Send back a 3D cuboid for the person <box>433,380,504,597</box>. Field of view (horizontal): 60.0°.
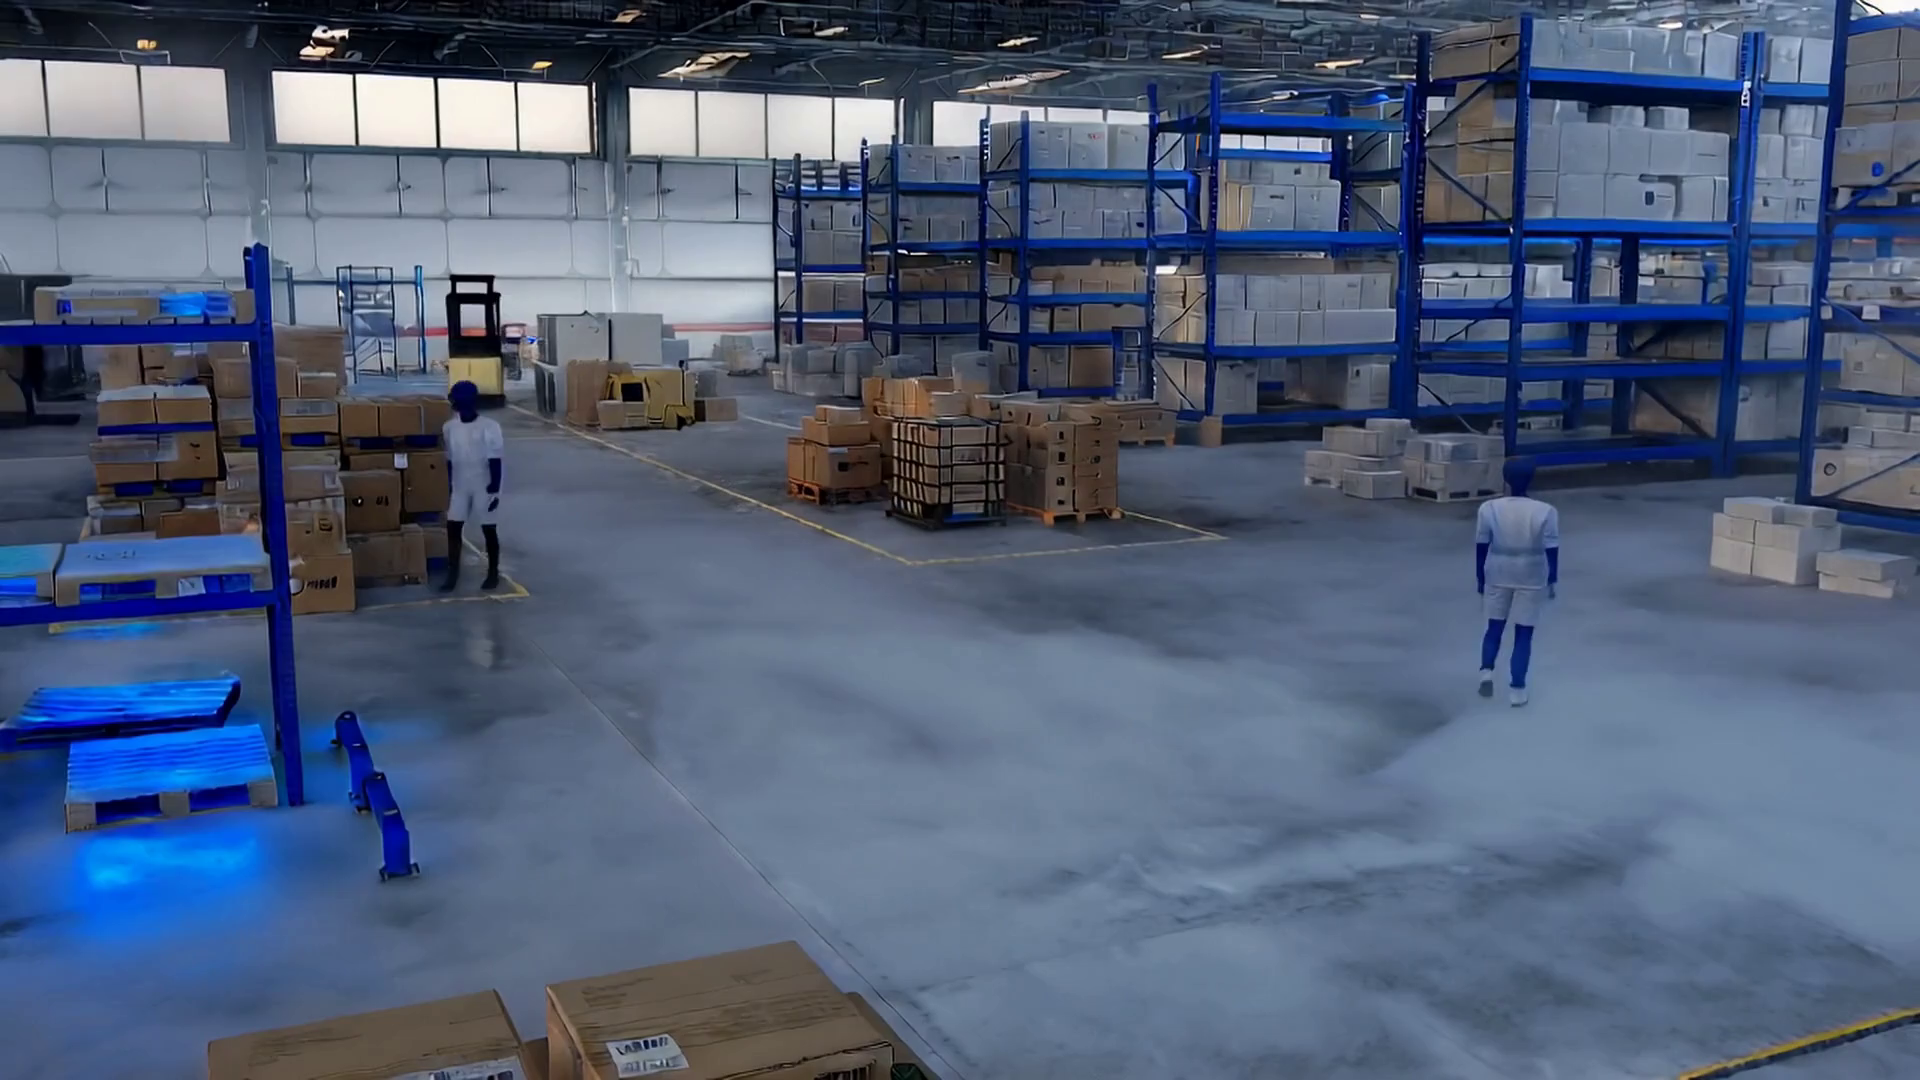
[{"bbox_3d":[-4.374,-0.445,14.795,0.615,1.926,0.927,1,9,8],"label":"person"}]

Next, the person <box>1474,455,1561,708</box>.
[{"bbox_3d":[3.703,0.278,11.073,0.543,1.688,0.365,6,11,32],"label":"person"}]

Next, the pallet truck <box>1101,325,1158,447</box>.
[{"bbox_3d":[2.881,-2.596,27.923,0.823,1.965,1.885,-1,9,-7],"label":"pallet truck"}]

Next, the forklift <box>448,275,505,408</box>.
[{"bbox_3d":[-10.387,-4.265,35.546,1.129,2.768,1.873,-3,10,-16],"label":"forklift"}]

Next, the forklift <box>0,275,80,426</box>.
[{"bbox_3d":[-17.556,-3.518,30.915,1.873,2.768,1.129,-4,10,-25],"label":"forklift"}]
